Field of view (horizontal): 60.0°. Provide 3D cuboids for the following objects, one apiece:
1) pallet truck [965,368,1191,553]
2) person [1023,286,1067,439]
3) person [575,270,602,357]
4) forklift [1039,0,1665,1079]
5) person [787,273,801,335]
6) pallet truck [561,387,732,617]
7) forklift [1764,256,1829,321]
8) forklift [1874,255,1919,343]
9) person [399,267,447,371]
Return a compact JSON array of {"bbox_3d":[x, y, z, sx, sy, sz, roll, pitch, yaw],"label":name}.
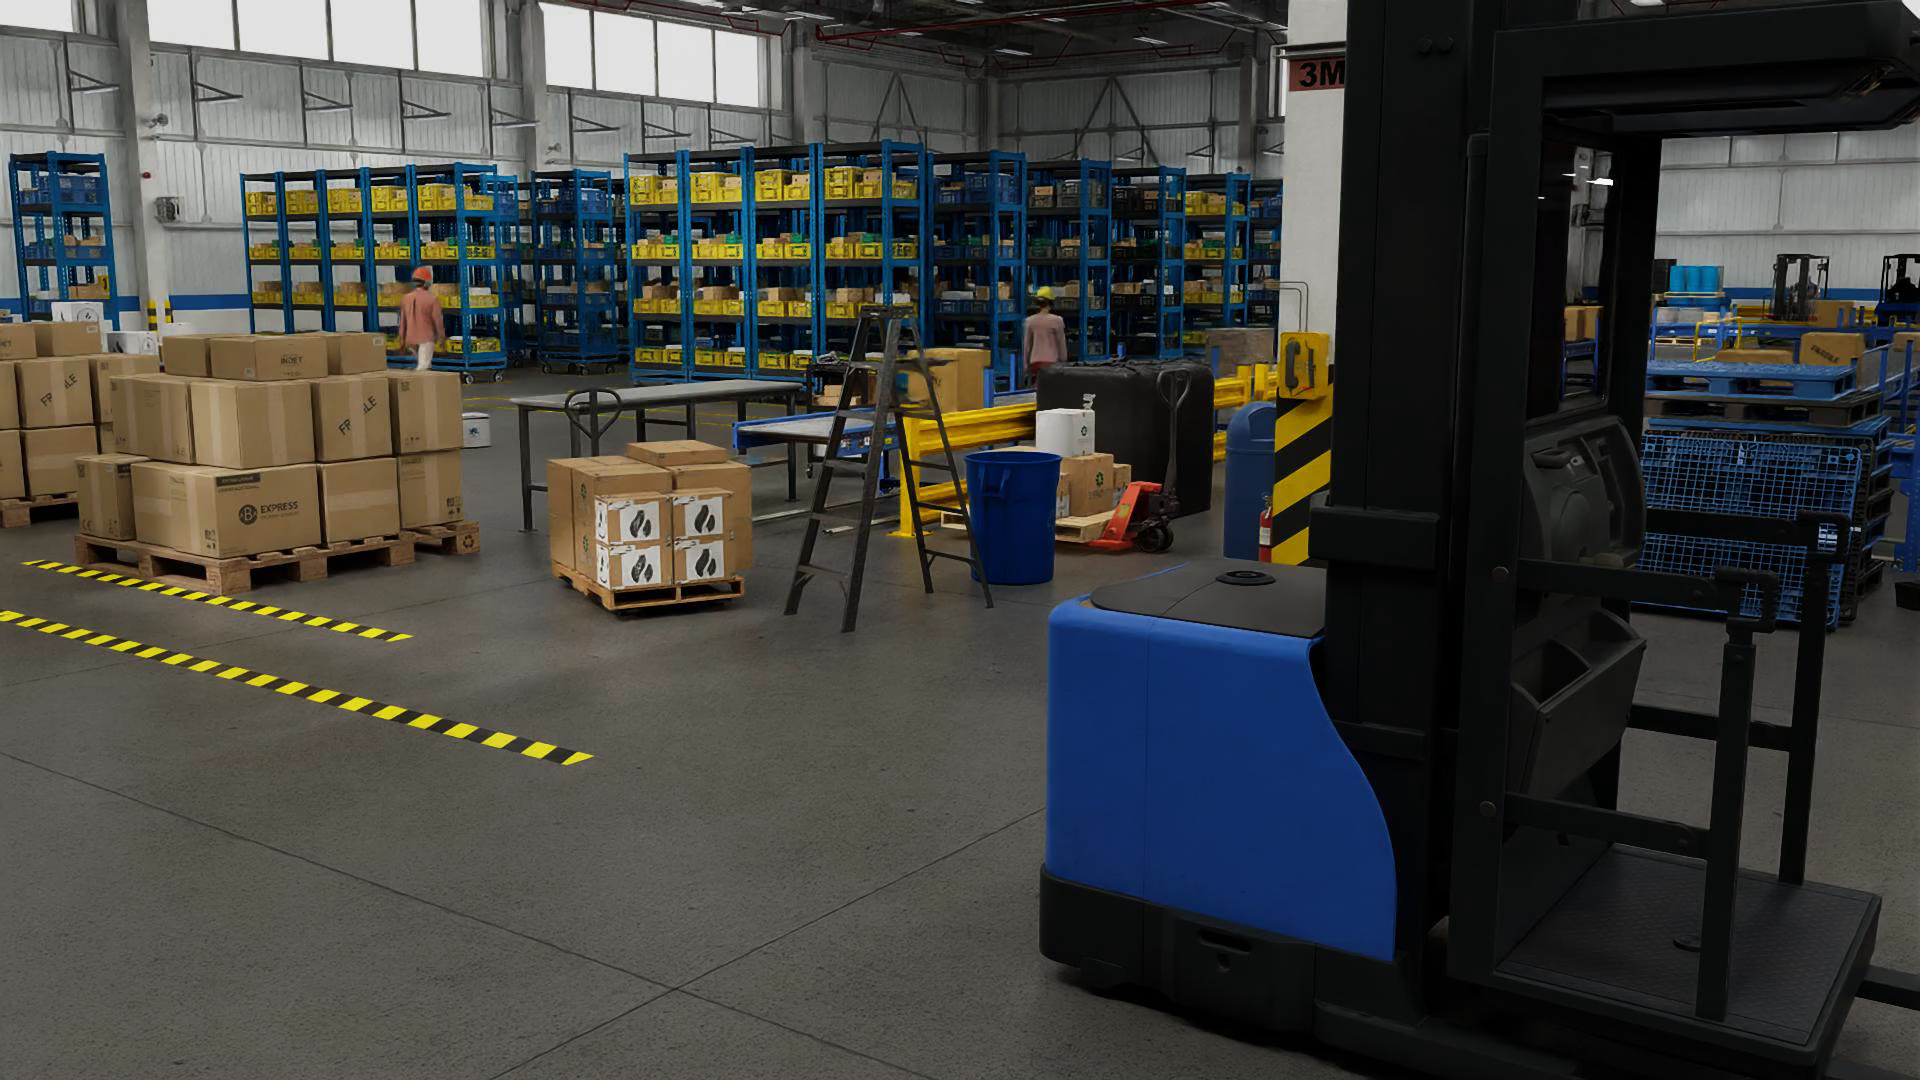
[{"bbox_3d":[0.845,-0.609,11.869,1.630,1.274,0.653,7,12,35],"label":"pallet truck"},{"bbox_3d":[0.922,-2.036,19.051,0.514,1.741,0.811,7,12,38],"label":"person"},{"bbox_3d":[-7.794,-4.698,34.643,0.595,1.826,0.606,5,11,30],"label":"person"},{"bbox_3d":[1.249,-0.137,4.360,1.873,2.768,1.129,7,12,35],"label":"forklift"},{"bbox_3d":[-3.304,-4.334,32.602,0.901,1.797,0.587,-8,12,-39],"label":"person"},{"bbox_3d":[-1.981,-0.274,10.088,0.680,1.201,1.601,-5,11,-28],"label":"pallet truck"},{"bbox_3d":[20.253,-5.854,40.139,1.157,1.987,2.680,7,12,35],"label":"forklift"},{"bbox_3d":[22.089,-5.634,38.796,1.157,1.987,2.680,6,11,33],"label":"forklift"},{"bbox_3d":[-7.197,-2.659,22.162,0.640,1.955,0.998,4,10,21],"label":"person"}]
